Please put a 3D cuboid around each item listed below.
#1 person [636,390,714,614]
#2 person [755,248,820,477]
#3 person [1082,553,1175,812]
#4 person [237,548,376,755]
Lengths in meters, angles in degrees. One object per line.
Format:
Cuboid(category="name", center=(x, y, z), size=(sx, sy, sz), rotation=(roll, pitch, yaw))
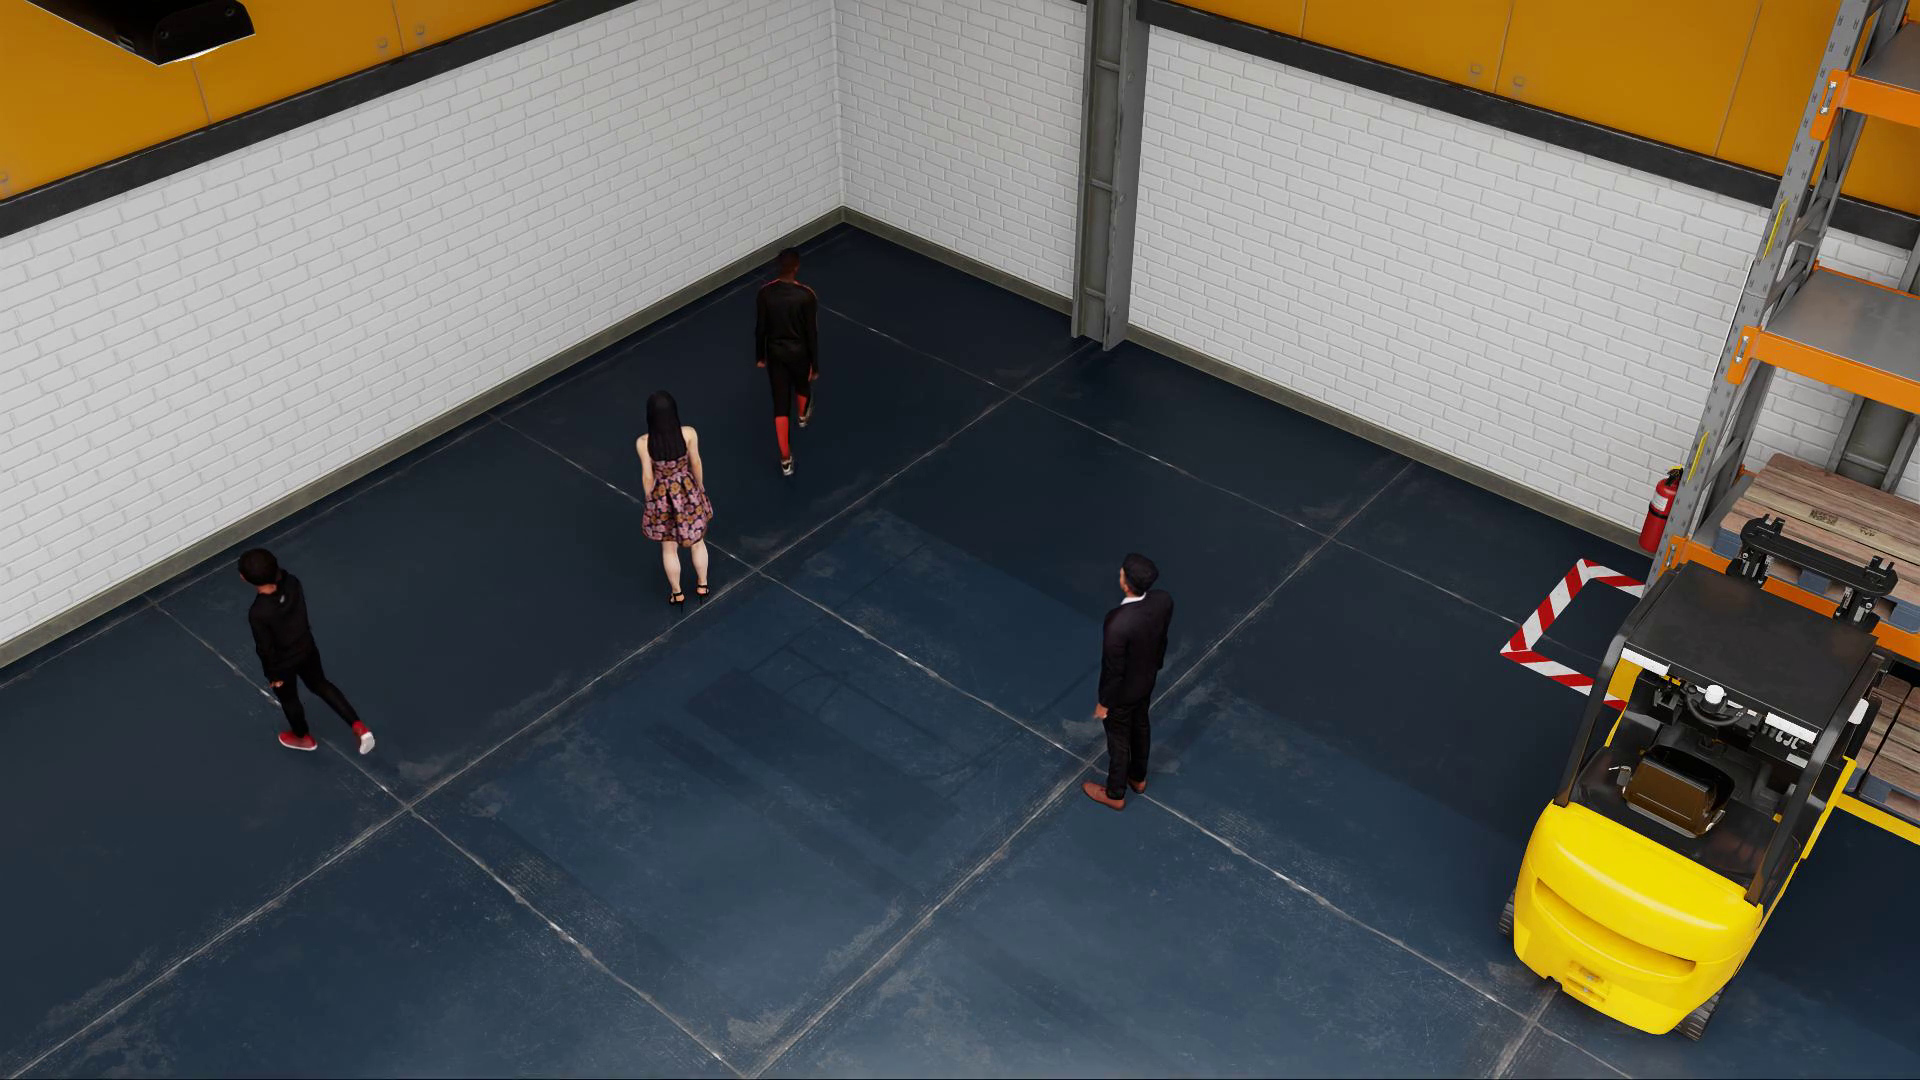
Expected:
Cuboid(category="person", center=(-1.922, -0.264, 11.230), size=(0.785, 1.775, 0.818), rotation=(-15, 41, -18))
Cuboid(category="person", center=(-1.306, -1.317, 12.568), size=(1.262, 1.752, 1.213), rotation=(2, 39, 2))
Cuboid(category="person", center=(1.000, 0.835, 9.767), size=(0.556, 1.884, 0.702), rotation=(30, 48, 32))
Cuboid(category="person", center=(-4.001, 0.710, 10.106), size=(1.032, 1.655, 0.747), rotation=(16, 41, 19))
